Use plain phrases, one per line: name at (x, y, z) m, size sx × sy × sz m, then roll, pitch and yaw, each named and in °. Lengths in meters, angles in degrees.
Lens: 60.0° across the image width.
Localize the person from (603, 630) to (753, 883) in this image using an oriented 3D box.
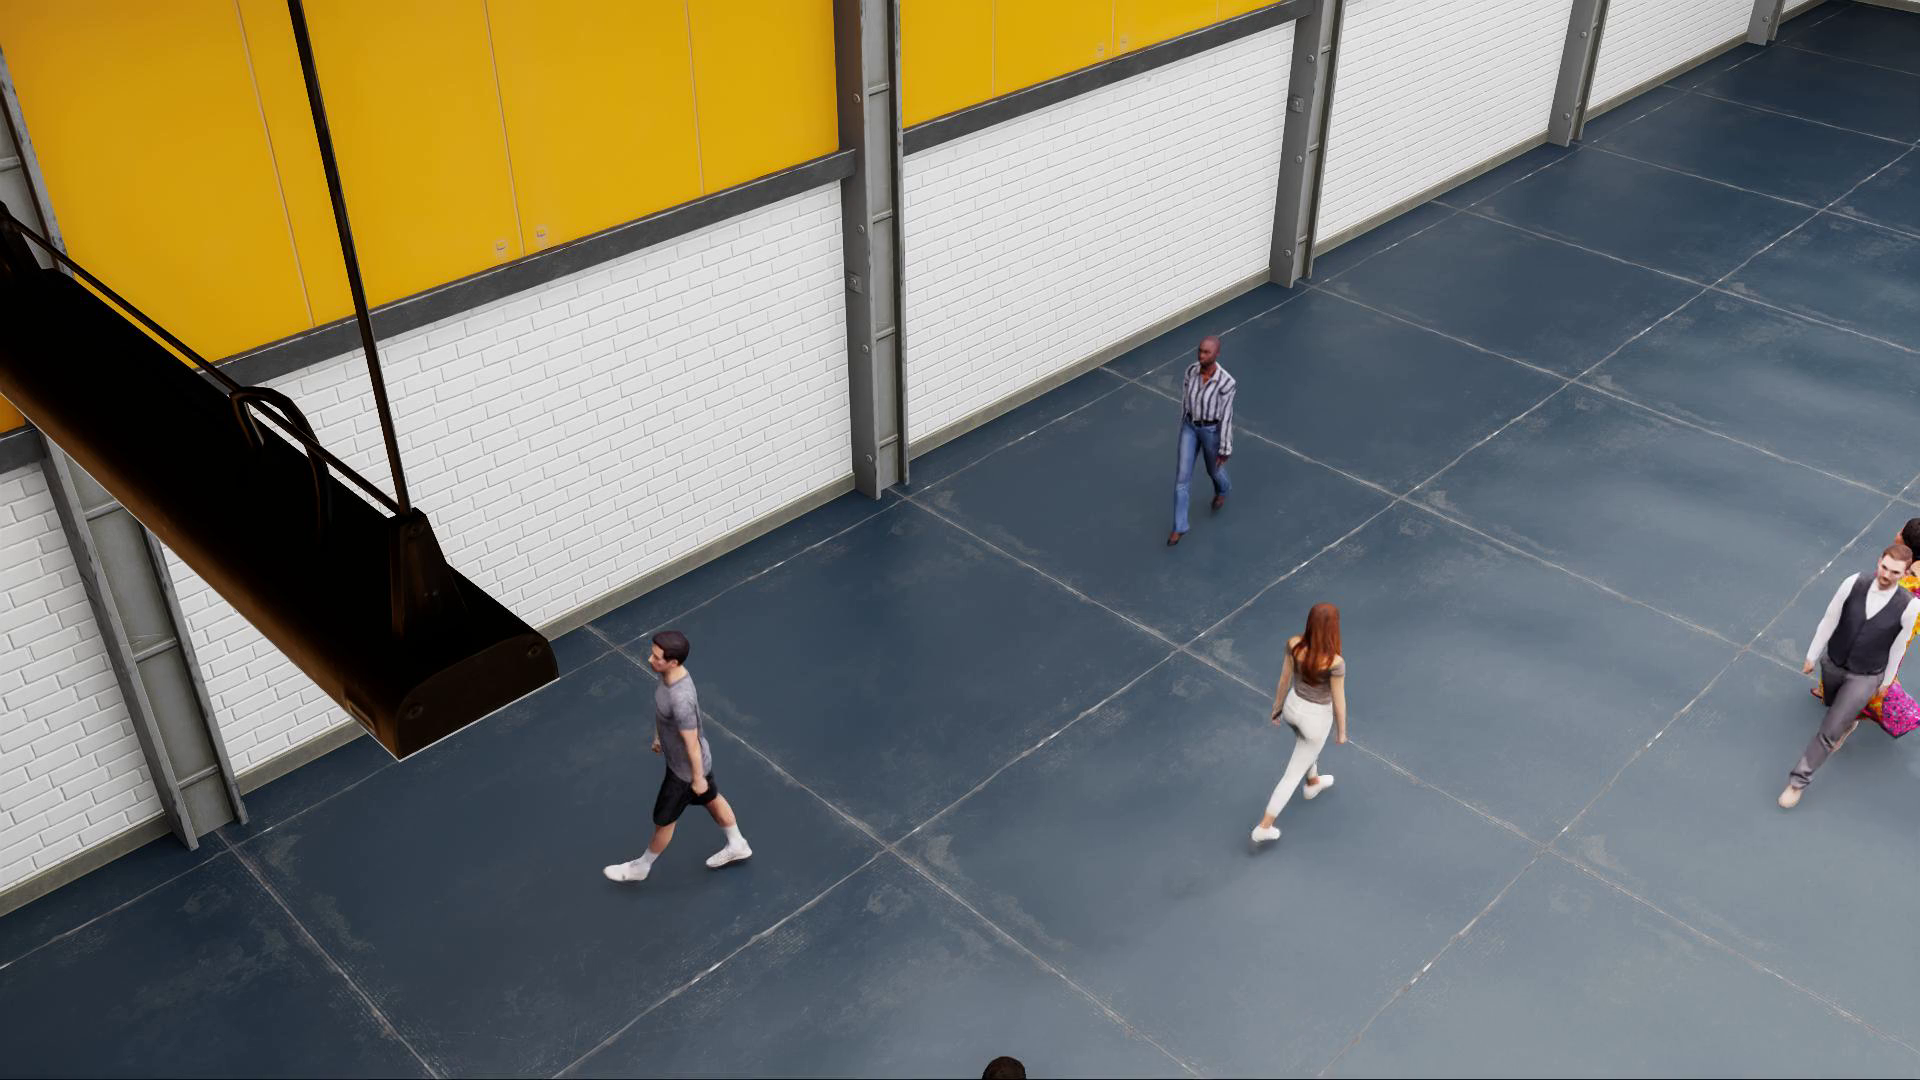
person at (-1.568, 1.317, 10.082) m, size 1.269 × 1.834 × 1.057 m, roll -9°, pitch 35°, yaw -13°

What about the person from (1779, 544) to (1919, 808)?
person at (5.839, 0.789, 10.805) m, size 1.258 × 1.913 × 0.711 m, roll -25°, pitch 41°, yaw -32°

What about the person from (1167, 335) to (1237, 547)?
person at (2.012, -0.848, 13.410) m, size 0.787 × 1.755 × 1.175 m, roll 21°, pitch 39°, yaw 28°

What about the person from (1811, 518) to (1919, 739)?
person at (6.367, 0.596, 11.317) m, size 0.954 × 1.668 × 0.730 m, roll -25°, pitch 41°, yaw -33°

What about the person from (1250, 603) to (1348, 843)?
person at (2.126, 1.173, 10.432) m, size 1.133 × 1.685 × 0.627 m, roll -27°, pitch 42°, yaw -35°
